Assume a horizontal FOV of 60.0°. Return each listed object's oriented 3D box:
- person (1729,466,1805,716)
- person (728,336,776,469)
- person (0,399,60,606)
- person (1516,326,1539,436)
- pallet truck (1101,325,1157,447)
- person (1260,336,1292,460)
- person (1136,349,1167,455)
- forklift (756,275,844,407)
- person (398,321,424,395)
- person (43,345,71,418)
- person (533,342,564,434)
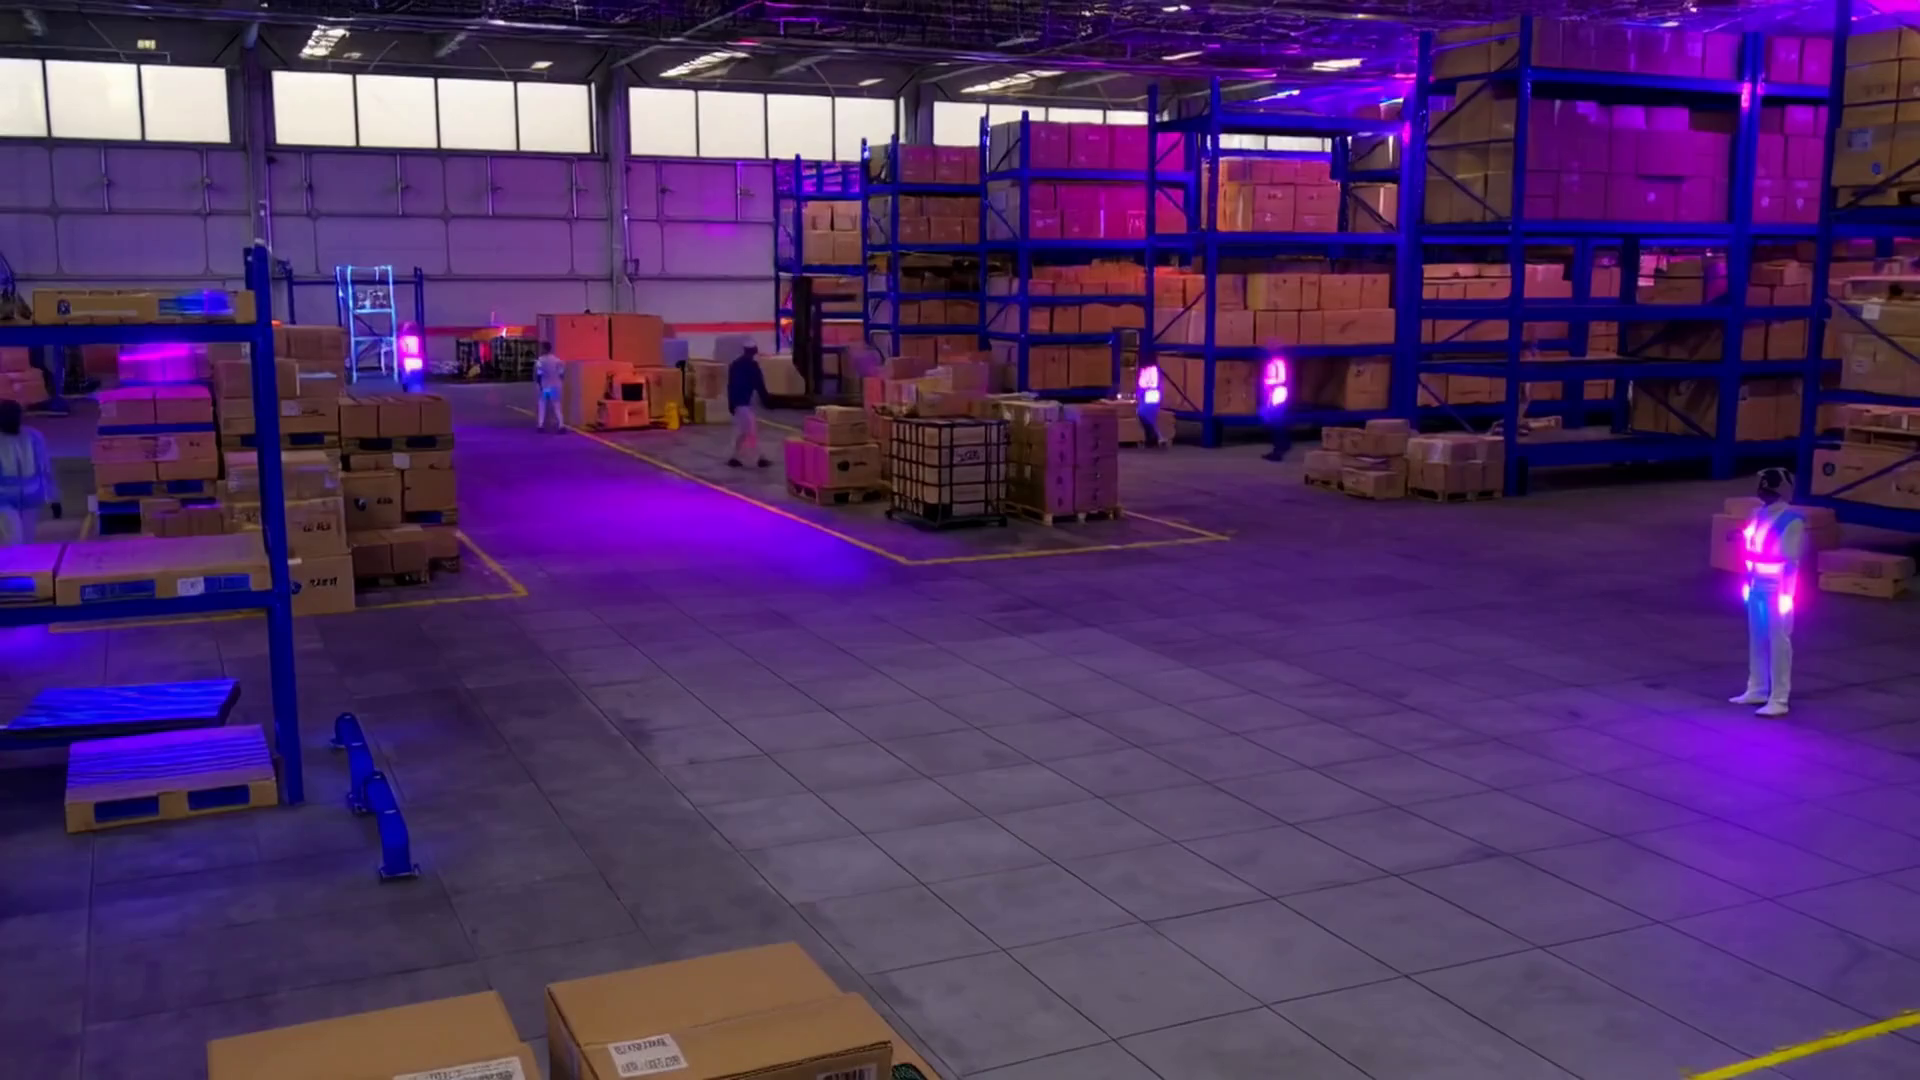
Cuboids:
[{"bbox_3d":[5.317,0.328,10.918,0.311,1.632,0.518,-1,9,-6],"label":"person"},{"bbox_3d":[-3.090,-2.023,24.521,1.017,1.938,0.628,6,11,32],"label":"person"},{"bbox_3d":[-8.240,-0.335,14.539,0.954,1.793,0.646,7,12,38],"label":"person"},{"bbox_3d":[10.012,-2.793,29.330,0.372,1.940,0.631,2,9,13],"label":"person"},{"bbox_3d":[2.881,-2.596,27.923,0.823,1.965,1.885,-1,9,-7],"label":"pallet truck"},{"bbox_3d":[4.825,-2.148,25.408,0.492,1.924,0.555,6,11,35],"label":"person"},{"bbox_3d":[3.000,-2.177,26.283,0.383,1.676,0.547,3,10,19],"label":"person"},{"bbox_3d":[-3.375,-4.255,35.484,1.873,2.768,1.129,0,9,3],"label":"forklift"},{"bbox_3d":[-11.285,-3.537,34.116,0.553,1.883,1.003,-8,12,-42],"label":"person"},{"bbox_3d":[-18.000,-3.392,33.096,0.368,1.931,0.631,-2,9,-10],"label":"person"},{"bbox_3d":[-7.371,-2.725,29.777,0.546,1.644,0.906,-7,12,-38],"label":"person"}]
